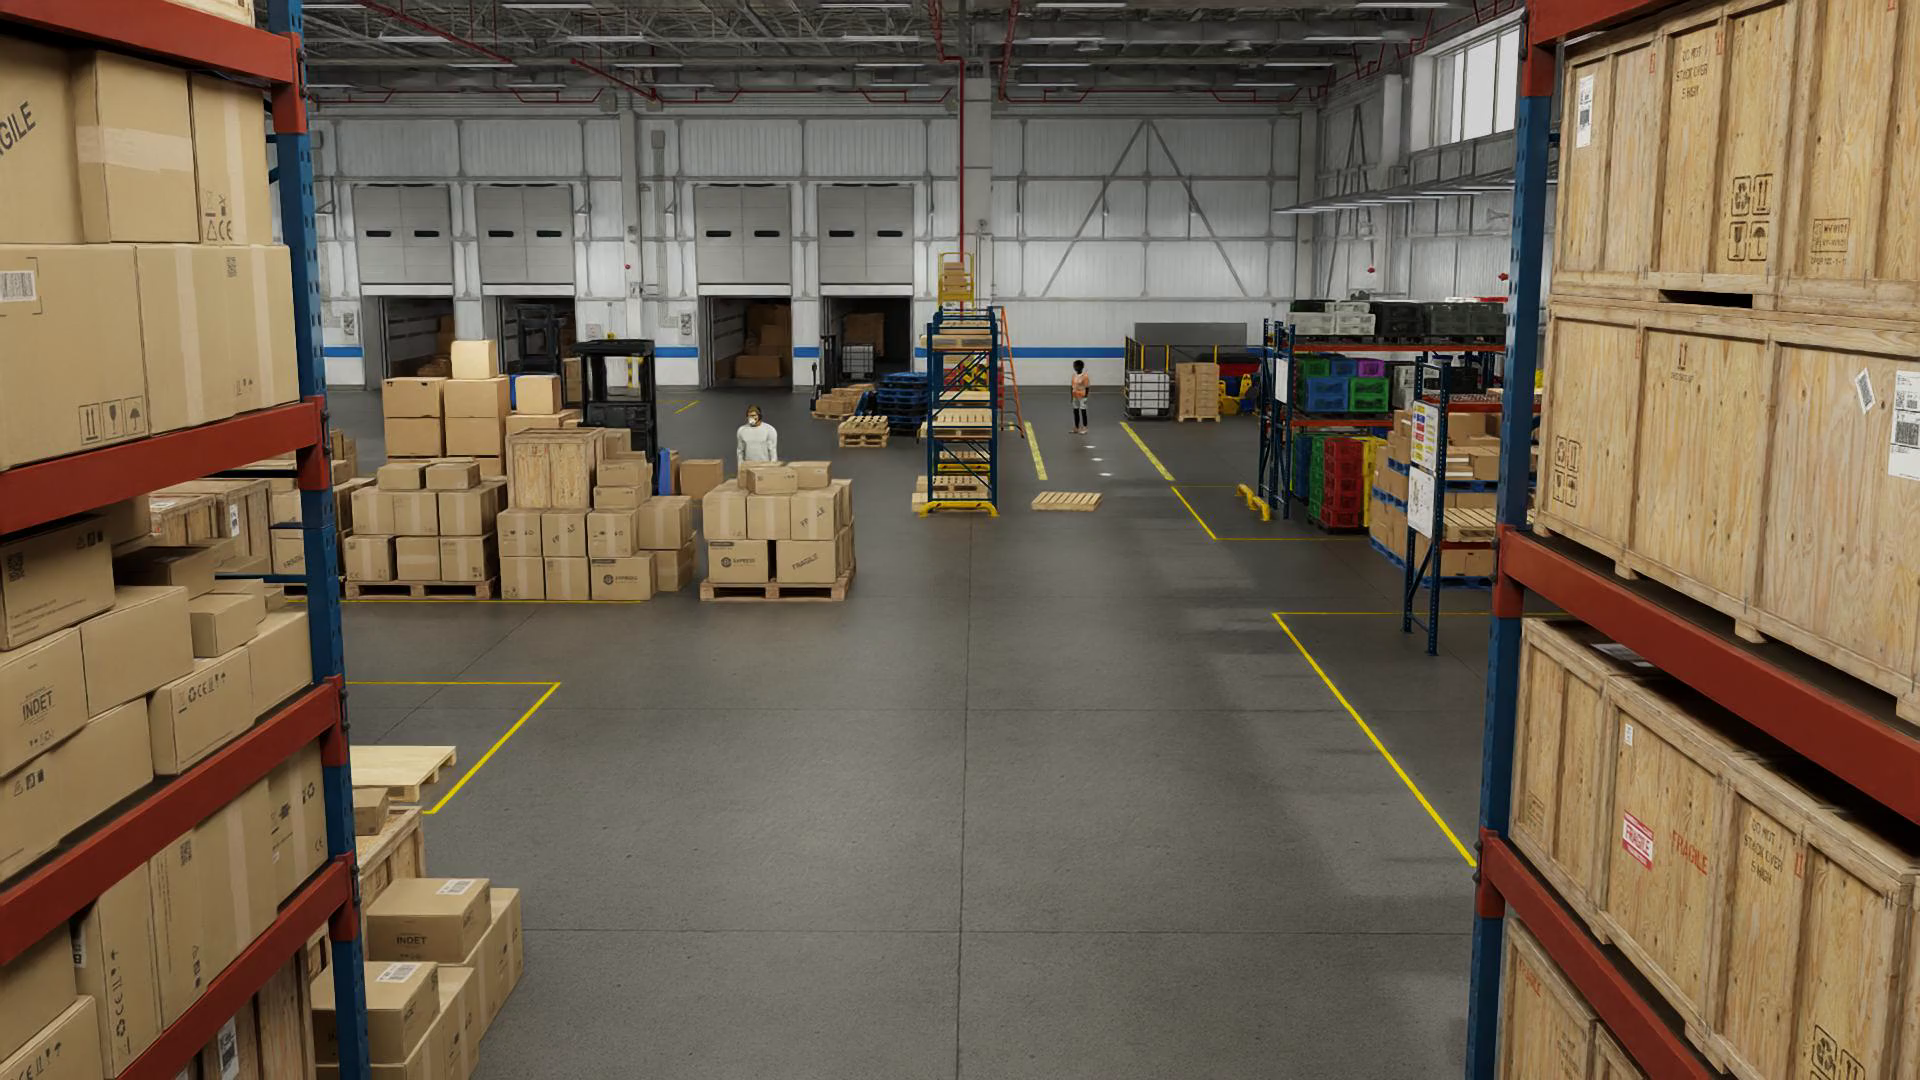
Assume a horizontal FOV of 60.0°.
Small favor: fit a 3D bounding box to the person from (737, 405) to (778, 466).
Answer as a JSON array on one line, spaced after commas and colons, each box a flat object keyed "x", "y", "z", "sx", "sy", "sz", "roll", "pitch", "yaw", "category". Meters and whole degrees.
[{"x": -2.966, "y": -1.020, "z": 24.347, "sx": 0.633, "sy": 1.933, "sz": 0.370, "roll": 3, "pitch": 10, "yaw": 14, "category": "person"}]

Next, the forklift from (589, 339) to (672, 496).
[{"x": -5.074, "y": -1.646, "z": 25.196, "sx": 1.129, "sy": 2.768, "sz": 1.873, "roll": 0, "pitch": 10, "yaw": 1, "category": "forklift"}]

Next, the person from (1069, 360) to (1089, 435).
[{"x": 2.736, "y": -3.243, "z": 37.854, "sx": 0.322, "sy": 1.684, "sz": 0.590, "roll": -8, "pitch": 13, "yaw": -38, "category": "person"}]

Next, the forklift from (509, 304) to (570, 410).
[{"x": -10.726, "y": -4.588, "z": 42.170, "sx": 1.129, "sy": 2.768, "sz": 1.873, "roll": 0, "pitch": 10, "yaw": 1, "category": "forklift"}]

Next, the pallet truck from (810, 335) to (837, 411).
[{"x": -3.021, "y": -4.312, "z": 43.126, "sx": 1.885, "sy": 1.965, "sz": 0.823, "roll": 3, "pitch": 10, "yaw": 17, "category": "pallet truck"}]
